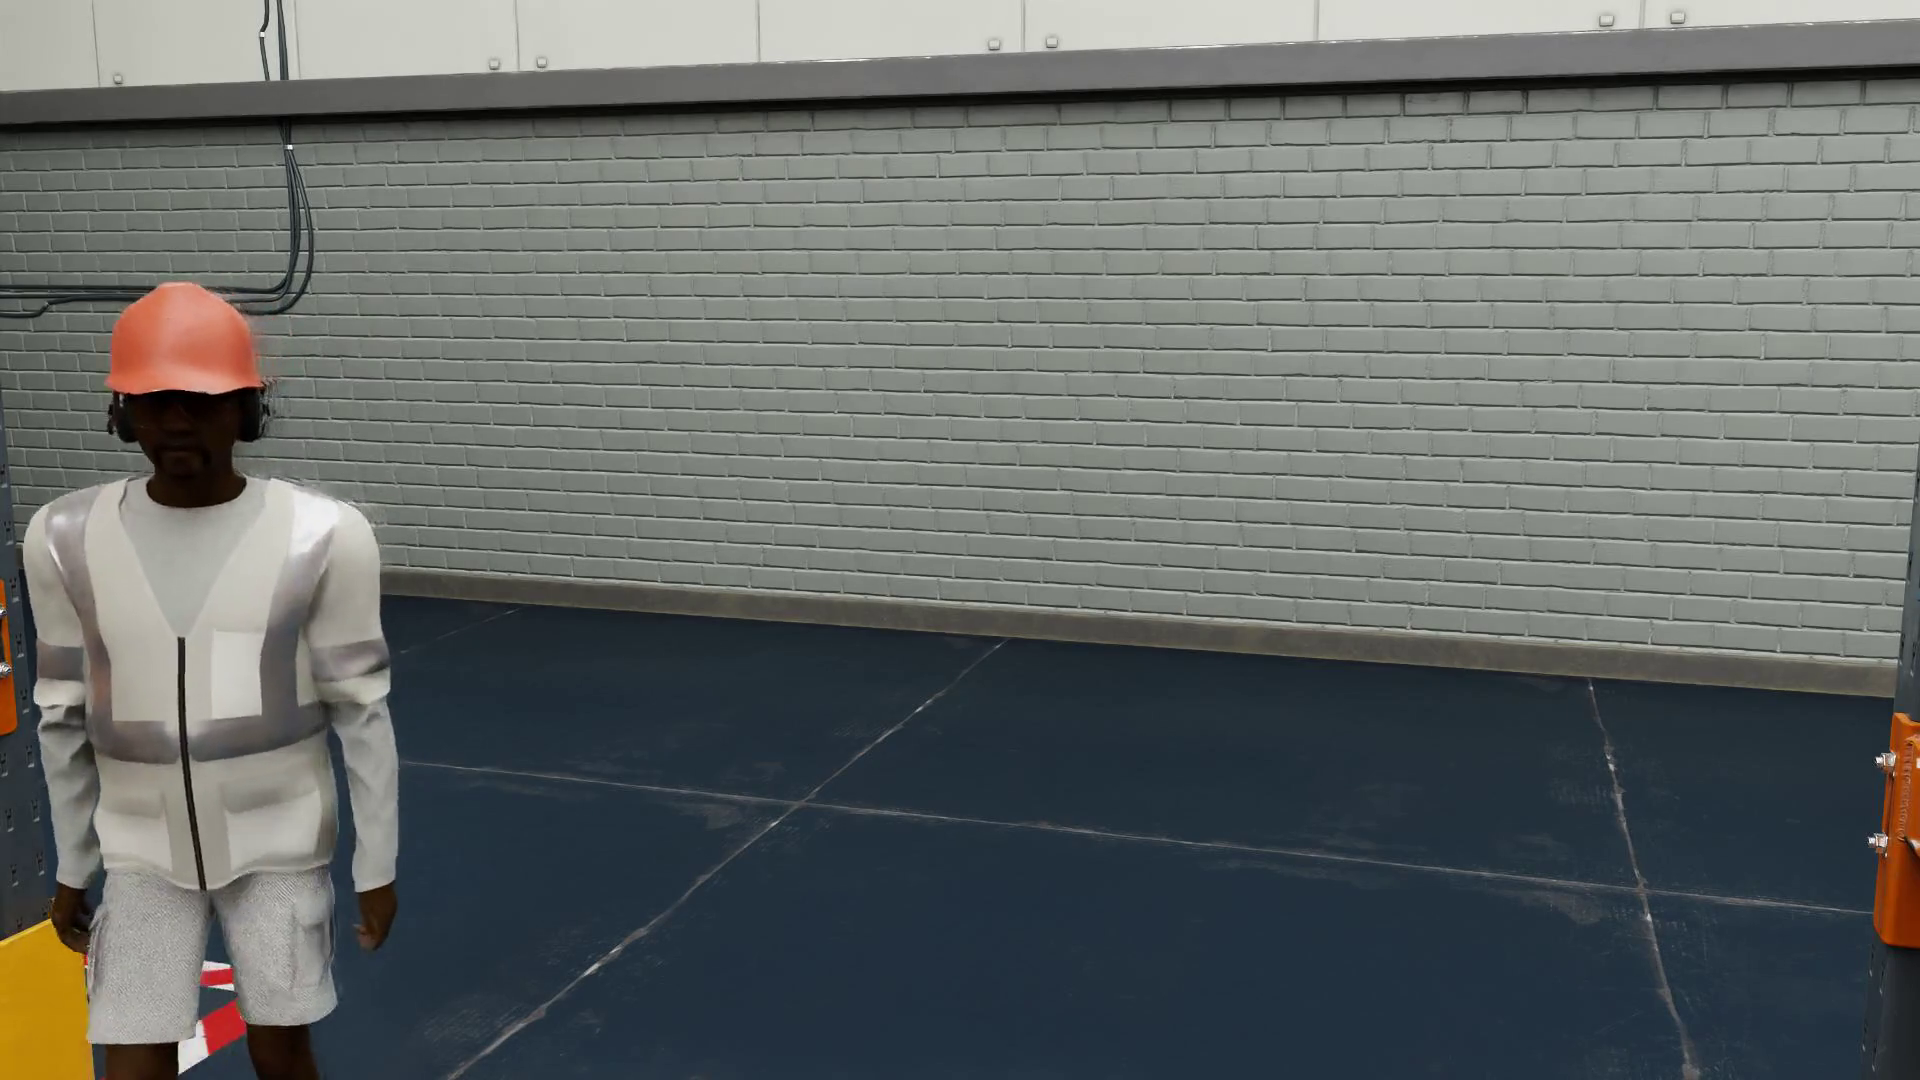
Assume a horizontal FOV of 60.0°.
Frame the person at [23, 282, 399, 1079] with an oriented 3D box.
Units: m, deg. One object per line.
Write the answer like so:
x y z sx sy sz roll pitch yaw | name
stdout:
-1.347 0.556 3.042 0.632 2.030 0.472 -2 10 -10 | person
